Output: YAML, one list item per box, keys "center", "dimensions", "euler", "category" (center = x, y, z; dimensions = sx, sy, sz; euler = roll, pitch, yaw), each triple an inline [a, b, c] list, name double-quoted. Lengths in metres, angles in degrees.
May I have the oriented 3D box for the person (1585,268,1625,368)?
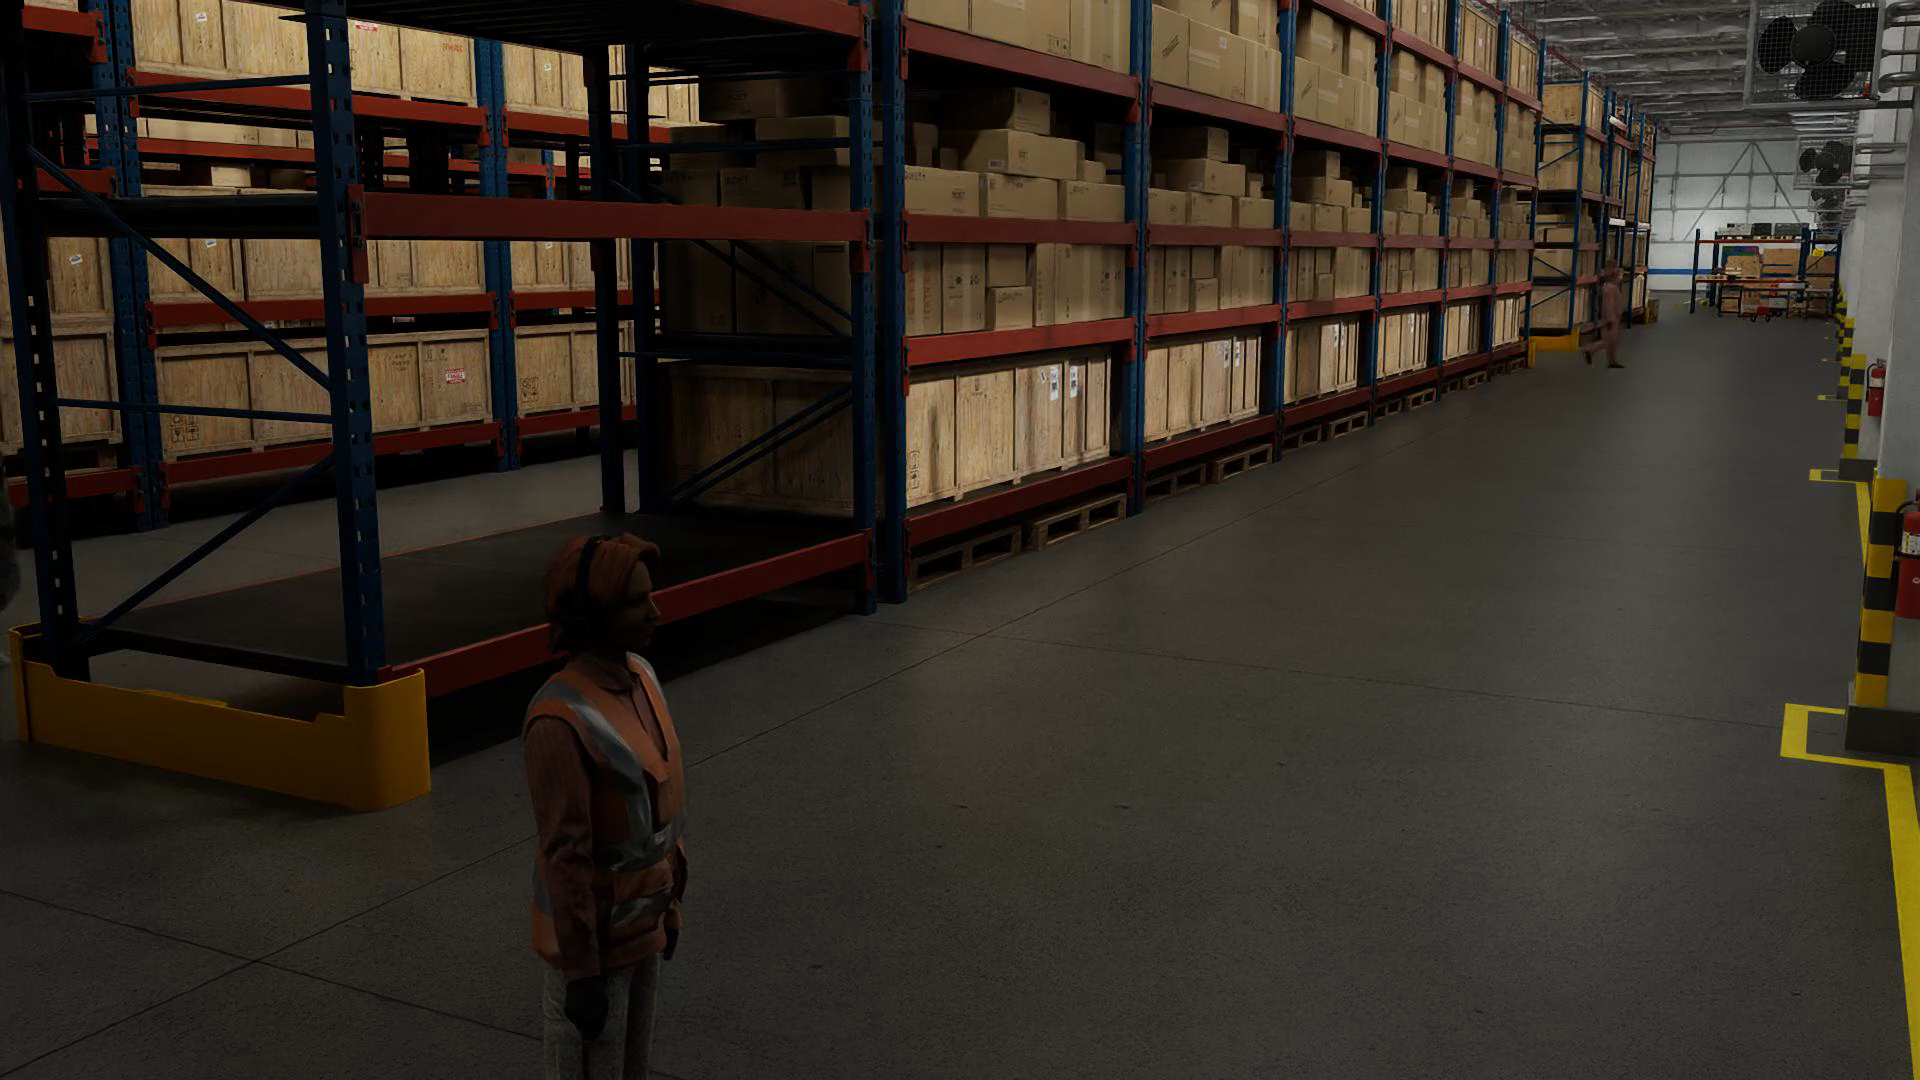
- center: [12.262, -4.184, 31.438]
  dimensions: [0.620, 1.887, 0.655]
  euler: [6, 11, 30]
  category: "person"

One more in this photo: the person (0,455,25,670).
- center: [-5.026, -0.131, 8.433]
  dimensions: [0.502, 1.735, 0.554]
  euler: [3, 10, 17]
  category: "person"

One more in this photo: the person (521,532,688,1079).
- center: [-0.699, 0.796, 3.325]
  dimensions: [0.307, 1.641, 0.511]
  euler: [1, 10, 6]
  category: "person"
